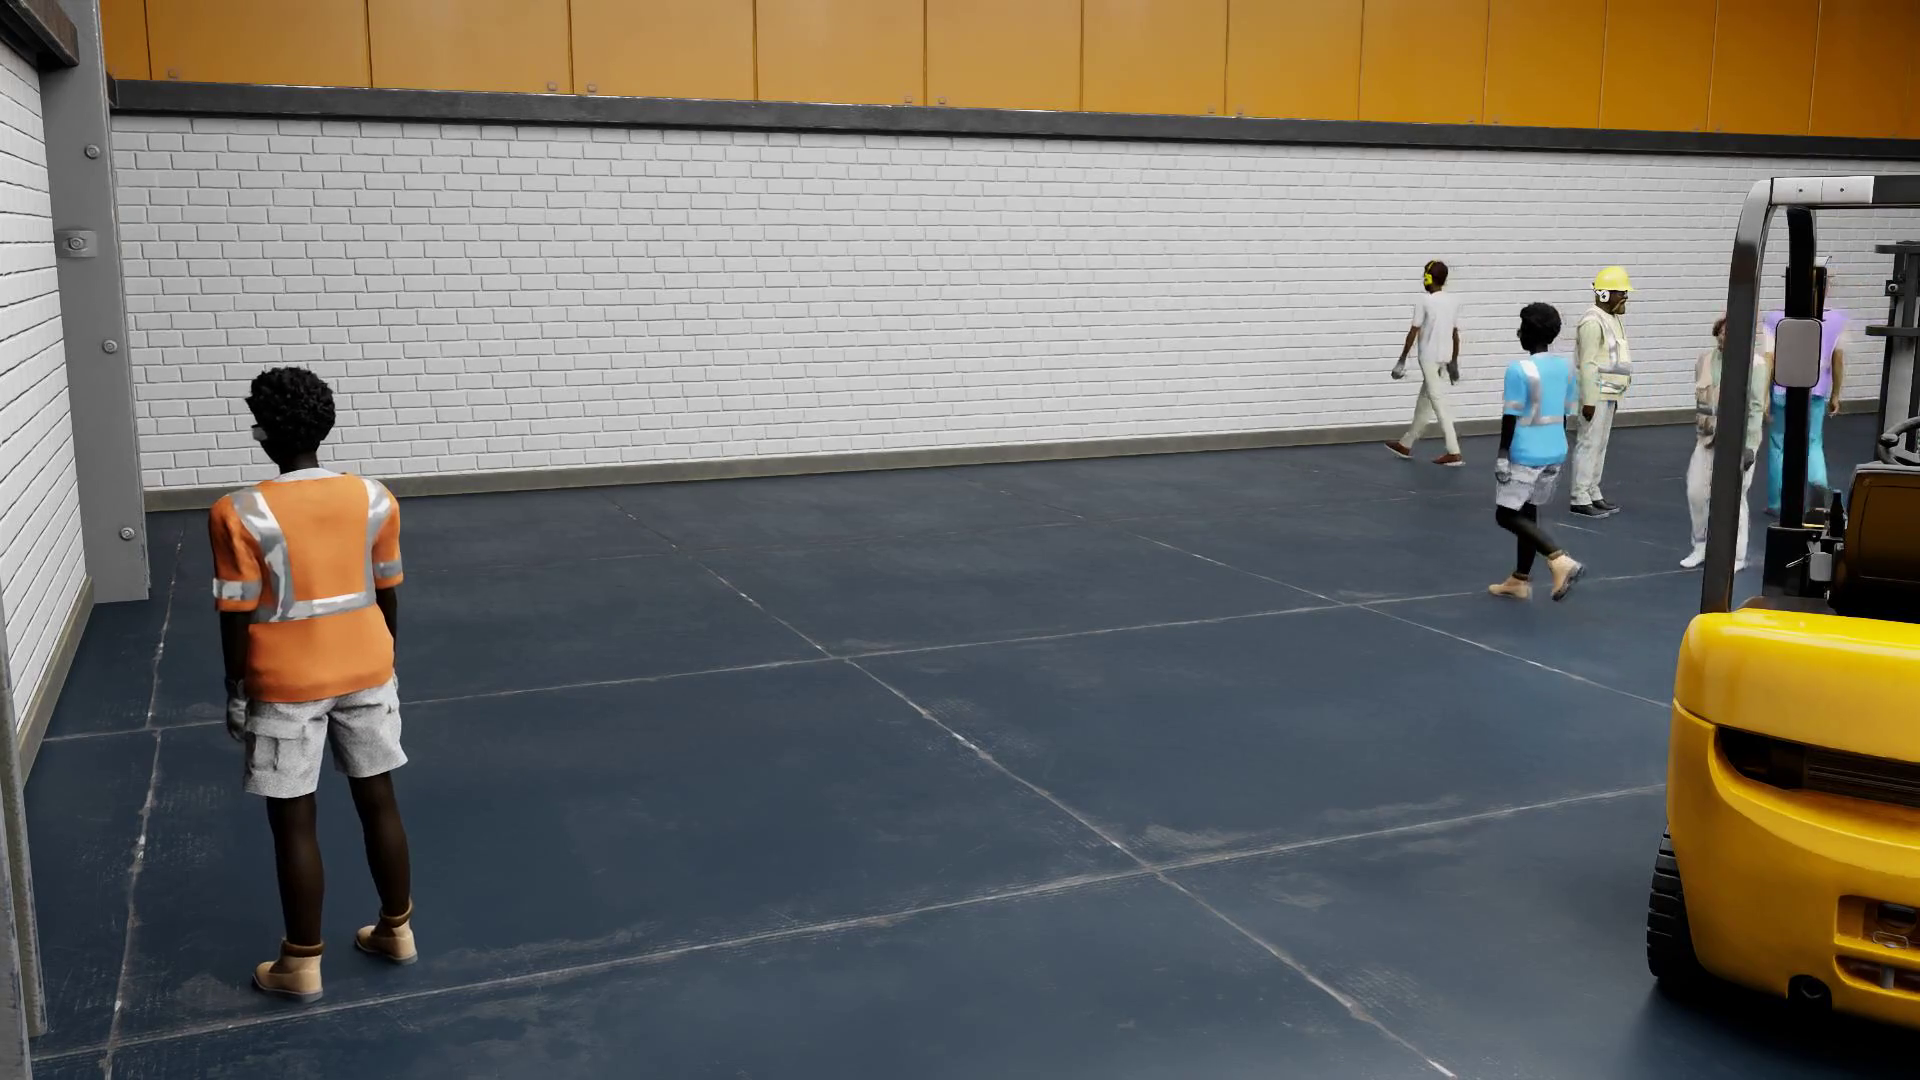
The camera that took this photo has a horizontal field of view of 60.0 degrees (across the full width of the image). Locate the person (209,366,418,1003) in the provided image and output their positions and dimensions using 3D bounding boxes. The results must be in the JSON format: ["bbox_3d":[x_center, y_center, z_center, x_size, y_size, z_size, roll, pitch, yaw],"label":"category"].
[{"bbox_3d":[-1.728,0.380,4.480,0.320,1.691,0.528,8,13,39],"label":"person"}]

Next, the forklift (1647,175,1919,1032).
[{"bbox_3d":[2.810,0.094,4.662,1.214,2.155,2.313,7,12,34],"label":"forklift"}]

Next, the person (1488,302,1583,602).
[{"bbox_3d":[3.183,-0.457,9.104,0.540,1.675,0.570,-7,13,-35],"label":"person"}]

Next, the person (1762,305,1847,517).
[{"bbox_3d":[6.001,-1.032,11.871,0.578,1.829,0.694,2,10,11],"label":"person"}]

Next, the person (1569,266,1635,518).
[{"bbox_3d":[4.668,-1.071,12.115,0.403,1.824,0.593,7,12,34],"label":"person"}]

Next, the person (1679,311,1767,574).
[{"bbox_3d":[4.599,-0.574,9.937,0.472,1.606,0.532,-5,12,-27],"label":"person"}]

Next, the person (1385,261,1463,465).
[{"bbox_3d":[4.224,-1.601,15.039,0.538,1.818,0.971,-7,12,-34],"label":"person"}]
